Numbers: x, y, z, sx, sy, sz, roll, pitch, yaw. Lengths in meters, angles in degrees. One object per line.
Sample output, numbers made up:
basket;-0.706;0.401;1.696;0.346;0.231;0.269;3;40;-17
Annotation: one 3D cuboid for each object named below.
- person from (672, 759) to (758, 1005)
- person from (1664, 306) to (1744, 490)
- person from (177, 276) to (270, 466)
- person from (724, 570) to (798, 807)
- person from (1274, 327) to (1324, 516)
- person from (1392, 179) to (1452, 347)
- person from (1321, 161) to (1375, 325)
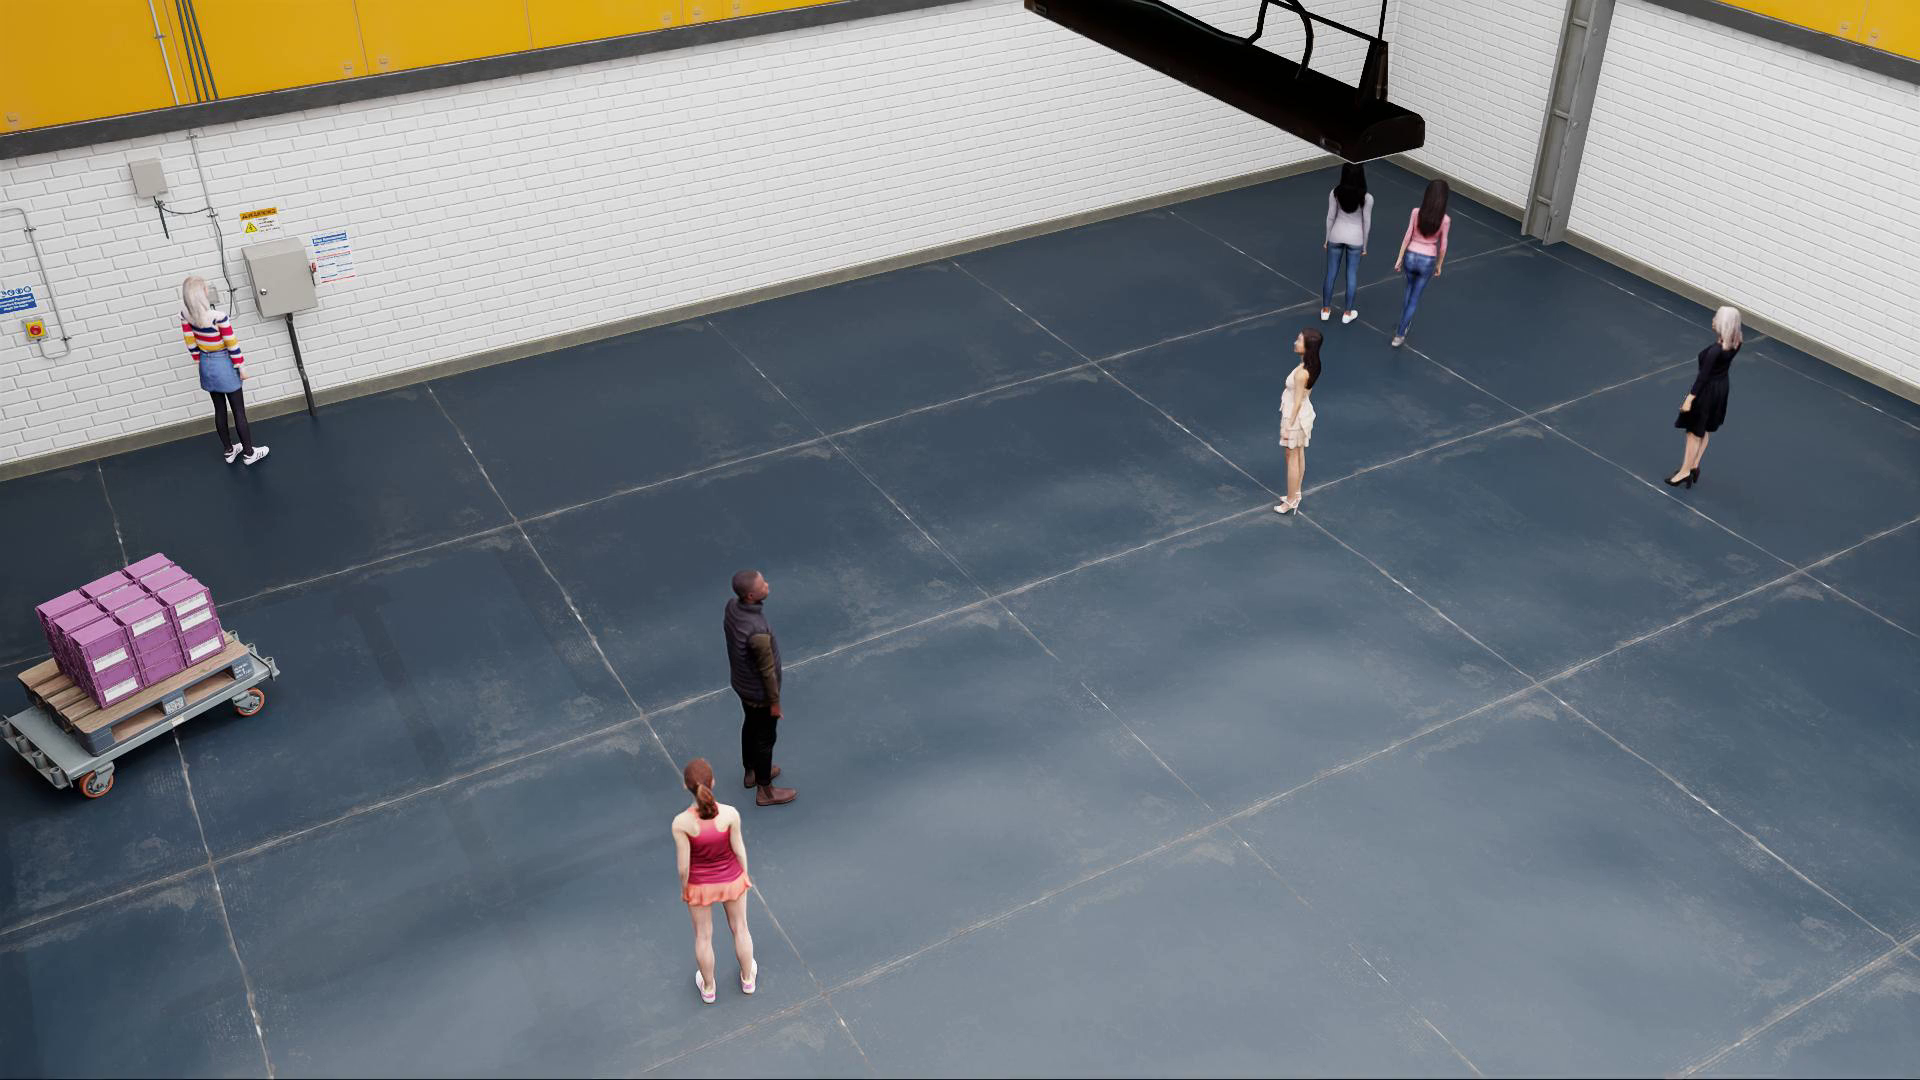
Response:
person;-1.418;1.963;9.565;0.620;1.749;0.614;-8;35;-12
person;6.466;-1.215;14.348;0.657;1.746;0.636;-27;42;-35
person;-6.574;-1.513;14.740;0.699;1.809;0.757;8;34;12
person;-1.344;0.958;10.998;0.762;1.836;0.495;-16;37;-23
person;2.854;-0.999;14.032;0.684;1.736;0.665;17;37;23
person;4.581;-2.738;16.664;0.826;1.719;0.849;16;37;23
person;3.981;-3.083;17.168;0.652;1.735;0.745;14;36;20
